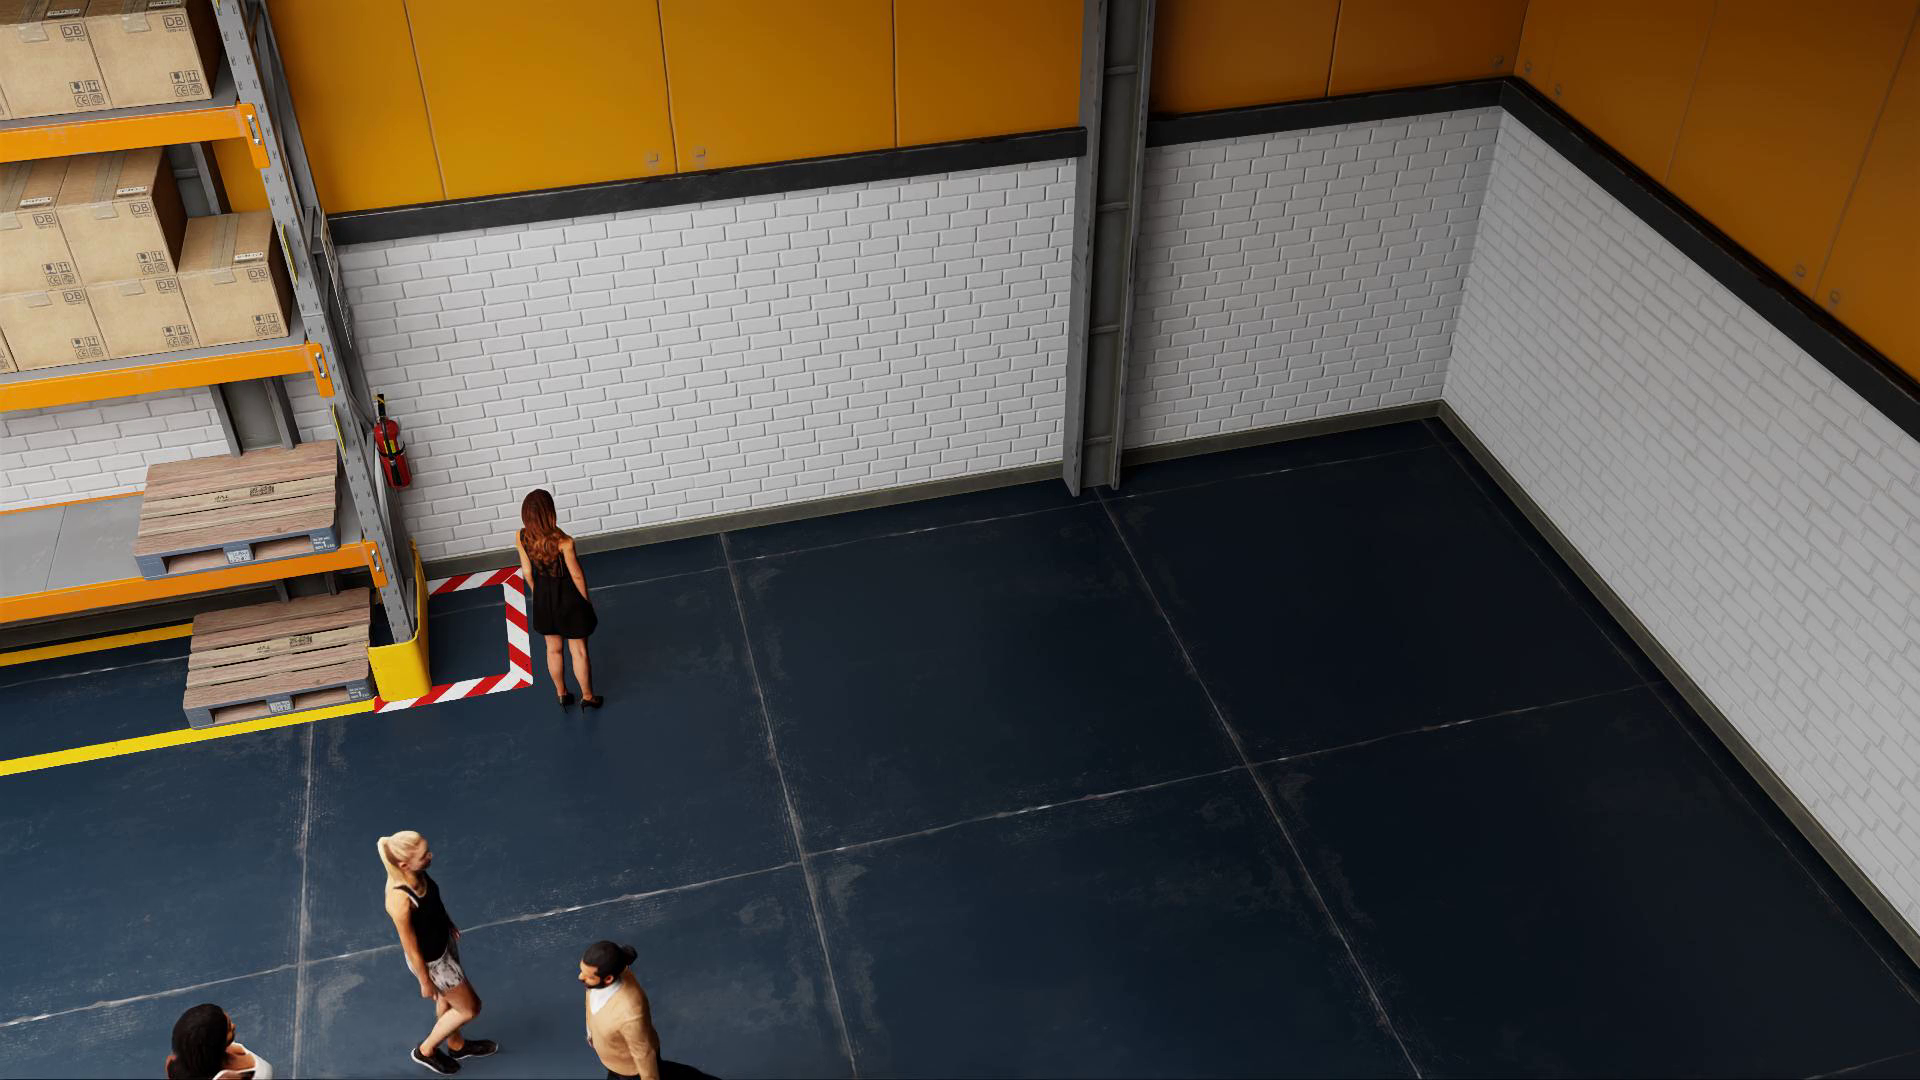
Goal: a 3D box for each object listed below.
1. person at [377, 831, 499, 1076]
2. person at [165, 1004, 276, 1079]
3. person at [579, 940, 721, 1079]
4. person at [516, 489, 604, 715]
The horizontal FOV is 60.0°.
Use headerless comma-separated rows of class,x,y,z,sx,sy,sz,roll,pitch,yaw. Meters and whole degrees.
person,-2.854,2.155,8.709,0.676,1.836,0.613,-6,39,-7
person,-3.407,2.829,7.889,0.750,1.804,0.797,24,44,27
person,-1.572,2.535,8.320,1.262,1.726,0.887,-19,42,-22
person,-2.620,0.424,10.877,0.603,1.834,0.719,7,39,9
